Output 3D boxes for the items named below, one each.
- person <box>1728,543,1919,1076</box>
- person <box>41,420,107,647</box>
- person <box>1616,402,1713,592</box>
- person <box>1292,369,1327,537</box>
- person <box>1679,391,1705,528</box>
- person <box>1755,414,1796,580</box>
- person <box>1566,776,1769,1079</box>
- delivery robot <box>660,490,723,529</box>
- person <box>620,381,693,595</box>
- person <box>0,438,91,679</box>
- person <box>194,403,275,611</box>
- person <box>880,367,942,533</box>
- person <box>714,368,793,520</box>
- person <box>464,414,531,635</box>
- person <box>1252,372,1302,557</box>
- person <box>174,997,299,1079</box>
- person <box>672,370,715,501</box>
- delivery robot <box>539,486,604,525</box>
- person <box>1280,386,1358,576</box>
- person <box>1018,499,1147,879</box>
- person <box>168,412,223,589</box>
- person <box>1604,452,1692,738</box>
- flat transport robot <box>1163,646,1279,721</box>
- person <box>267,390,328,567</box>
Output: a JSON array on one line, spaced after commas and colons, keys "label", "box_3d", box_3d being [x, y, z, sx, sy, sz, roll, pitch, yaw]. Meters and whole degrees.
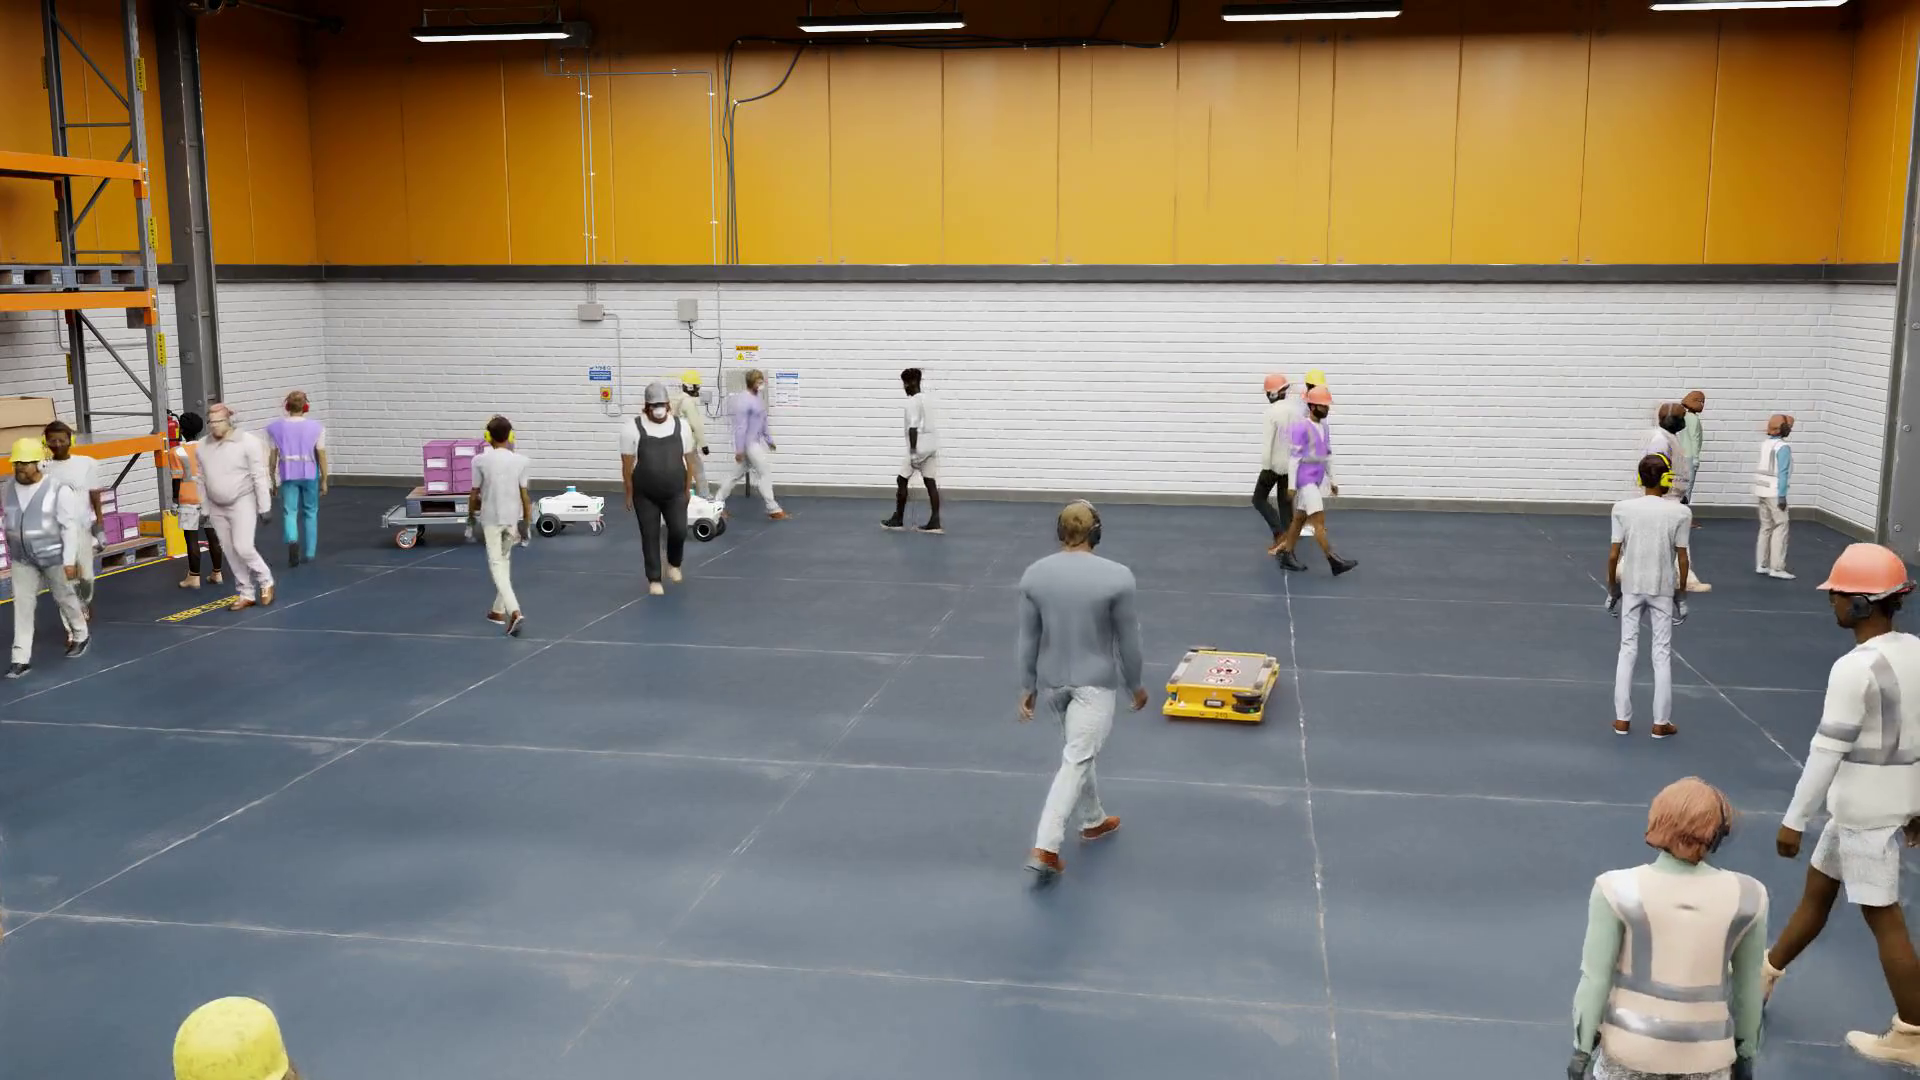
[{"label": "person", "box_3d": [3.383, 1.002, 6.478, 0.639, 1.995, 1.003, -8, 12, -41]}, {"label": "person", "box_3d": [-7.326, -0.083, 13.705, 0.517, 1.845, 0.761, -5, 10, -29]}, {"label": "person", "box_3d": [6.765, -0.427, 15.956, 0.897, 1.807, 0.633, 4, 10, 26]}, {"label": "person", "box_3d": [4.036, -1.010, 19.207, 0.383, 1.921, 0.585, 5, 11, 31]}, {"label": "person", "box_3d": [8.693, -0.964, 19.809, 0.286, 1.633, 0.498, 1, 9, 6]}, {"label": "person", "box_3d": [8.101, -0.434, 16.534, 0.360, 1.629, 0.554, 1, 9, 3]}, {"label": "person", "box_3d": [2.036, 1.480, 4.739, 0.546, 1.605, 0.798, 1, 9, 4]}, {"label": "delivery robot", "box_3d": [-3.074, -0.329, 18.913, 0.707, 0.478, 0.477, 1, 9, 8]}, {"label": "person", "box_3d": [-2.843, -0.504, 15.698, 0.693, 2.000, 0.572, -3, 10, -19]}, {"label": "person", "box_3d": [-7.039, 0.101, 12.750, 0.600, 1.791, 0.948, 0, 9, 0]}, {"label": "person", "box_3d": [-6.531, -0.292, 14.895, 0.650, 1.877, 0.399, 2, 9, 12]}, {"label": "person", "box_3d": [-0.566, -1.048, 19.418, 0.875, 1.918, 0.622, 5, 10, 28]}, {"label": "person", "box_3d": [-2.614, -1.165, 20.324, 1.047, 1.889, 0.642, 0, 9, 2]}, {"label": "person", "box_3d": [-3.877, -0.141, 14.070, 0.513, 1.841, 0.901, -8, 12, -41]}, {"label": "person", "box_3d": [3.375, -0.792, 17.676, 0.659, 1.969, 0.442, -8, 12, -40]}, {"label": "person", "box_3d": [-1.306, 1.679, 3.121, 0.502, 1.725, 0.466, -4, 10, -26]}, {"label": "person", "box_3d": [-3.340, -1.243, 21.033, 0.867, 1.791, 0.598, -3, 10, -18]}, {"label": "delivery robot", "box_3d": [-4.485, -0.378, 19.219, 0.707, 0.478, 0.477, -1, 9, -3]}, {"label": "person", "box_3d": [3.626, -0.582, 16.637, 0.968, 1.888, 0.567, 7, 12, 38]}, {"label": "person", "box_3d": [0.580, 0.736, 8.493, 0.627, 1.900, 1.023, 6, 11, 35]}, {"label": "person", "box_3d": [-7.345, -0.380, 15.992, 0.318, 1.697, 0.536, 5, 10, 29]}, {"label": "person", "box_3d": [4.493, 0.360, 10.883, 0.514, 1.866, 0.332, 5, 11, 31]}, {"label": "flat transport robot", "box_3d": [1.875, 1.004, 11.812, 0.652, 0.197, 1.431, 3, 10, 16]}, {"label": "person", "box_3d": [-6.813, -0.627, 17.135, 0.579, 1.820, 0.744, -3, 10, -17]}]
